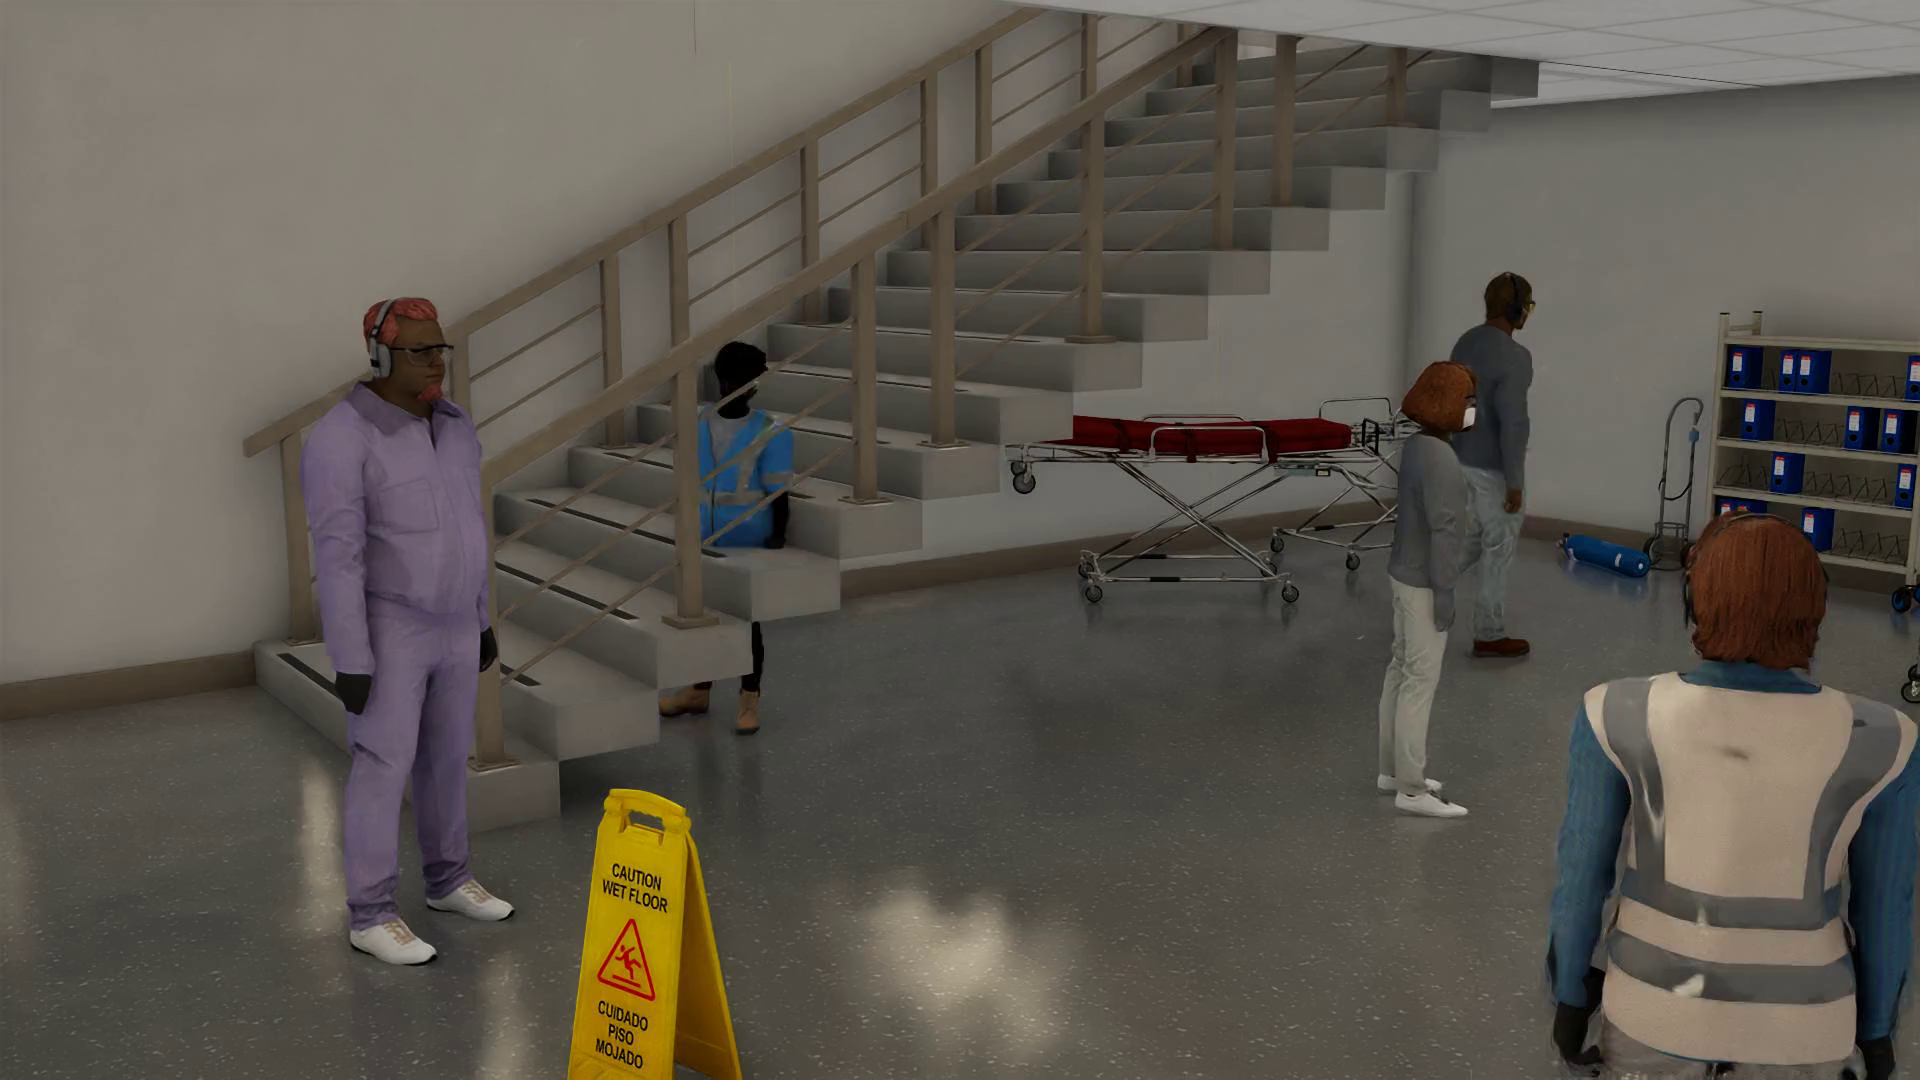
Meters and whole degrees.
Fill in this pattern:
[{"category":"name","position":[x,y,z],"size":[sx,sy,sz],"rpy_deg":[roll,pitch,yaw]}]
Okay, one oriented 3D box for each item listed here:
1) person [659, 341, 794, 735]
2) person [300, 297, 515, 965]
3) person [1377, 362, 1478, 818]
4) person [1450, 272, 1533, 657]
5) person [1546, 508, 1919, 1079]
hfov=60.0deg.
[{"category":"person","position":[-0.991,-0.008,6.969],"size":[0.686,1.660,0.329],"rpy_deg":[5,11,27]},{"category":"person","position":[-1.556,0.259,4.781],"size":[0.397,1.899,0.644],"rpy_deg":[4,11,22]},{"category":"person","position":[1.699,0.172,6.025],"size":[0.287,1.631,0.501],"rpy_deg":[0,10,2]},{"category":"person","position":[2.572,-0.352,8.202],"size":[0.544,1.925,0.648],"rpy_deg":[-2,10,-10]},{"category":"person","position":[1.203,0.764,2.631],"size":[0.523,1.627,0.395],"rpy_deg":[5,11,25]}]
